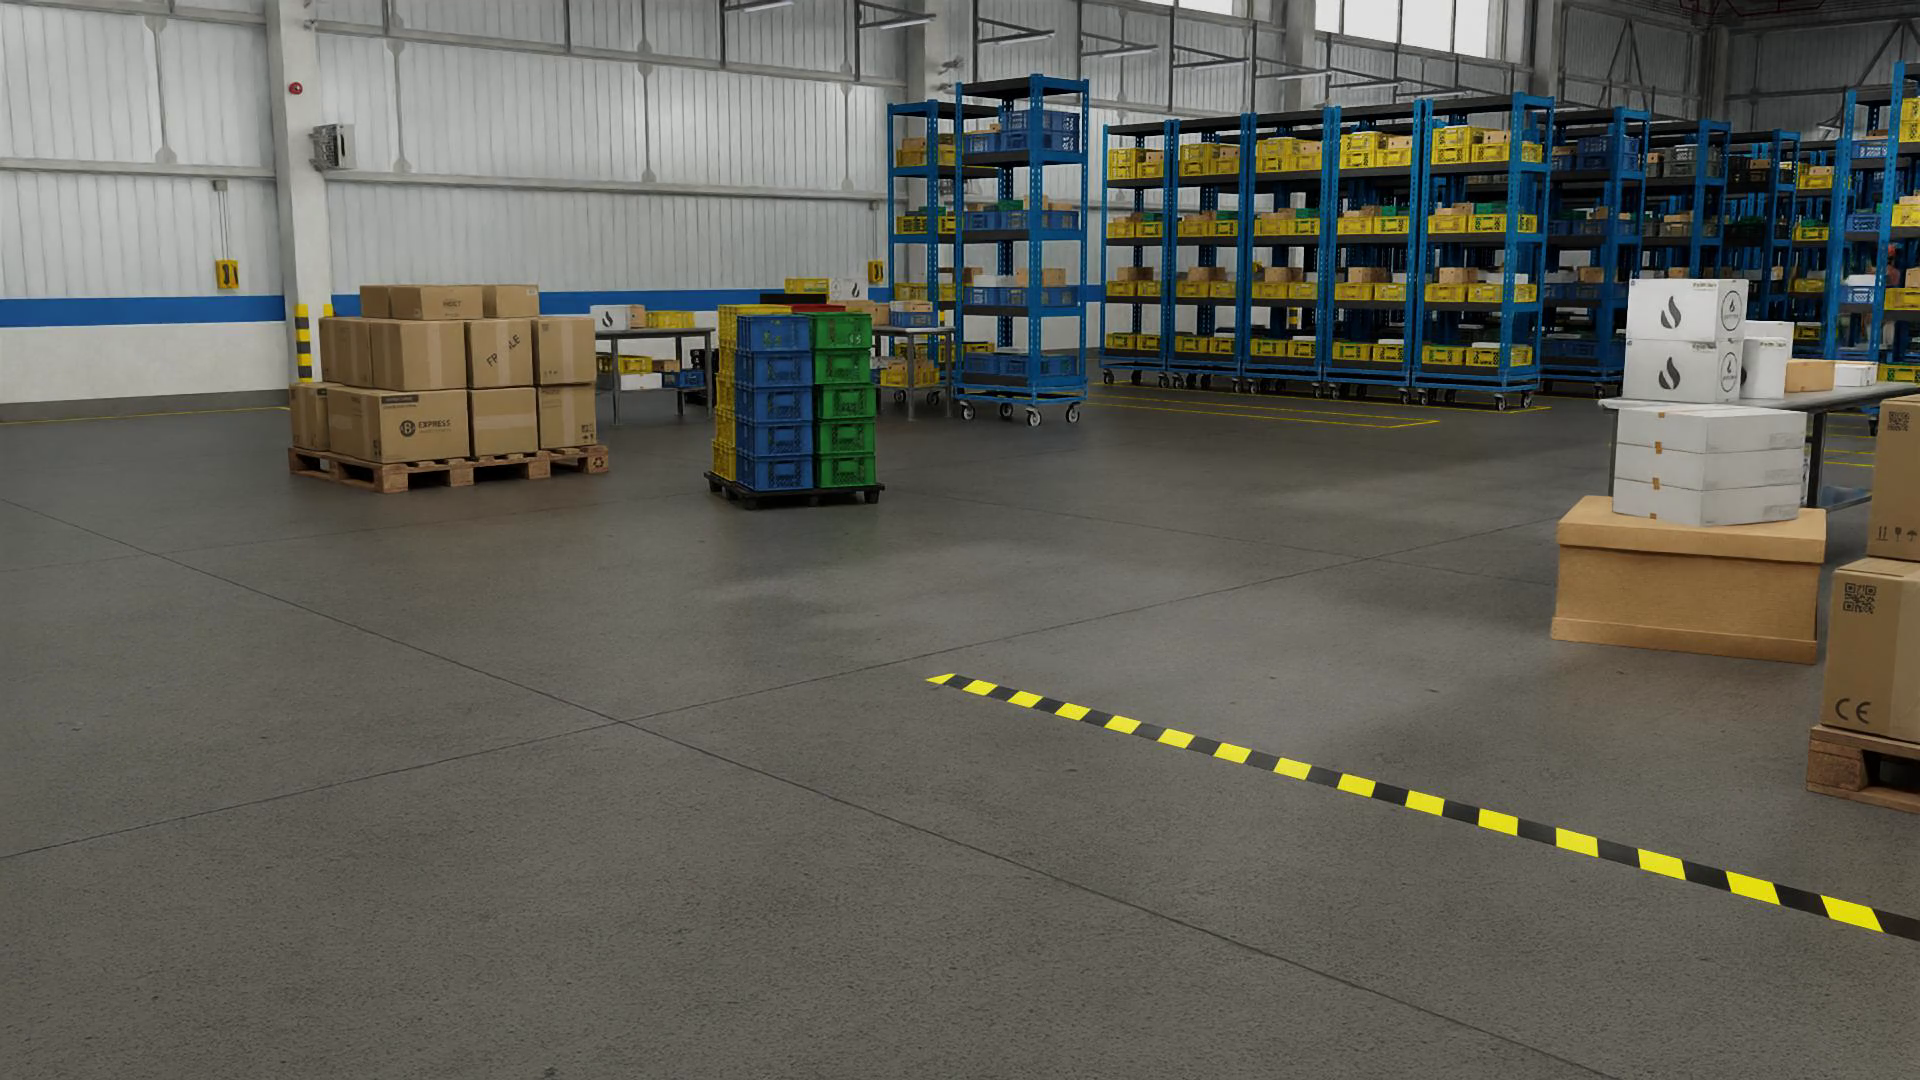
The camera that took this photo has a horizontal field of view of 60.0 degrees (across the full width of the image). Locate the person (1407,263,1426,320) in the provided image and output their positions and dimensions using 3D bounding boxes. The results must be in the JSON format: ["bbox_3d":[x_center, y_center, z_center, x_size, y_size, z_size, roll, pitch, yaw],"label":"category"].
[{"bbox_3d":[8.866,-4.616,32.516,0.564,1.837,0.386,0,9,-3],"label":"person"}]

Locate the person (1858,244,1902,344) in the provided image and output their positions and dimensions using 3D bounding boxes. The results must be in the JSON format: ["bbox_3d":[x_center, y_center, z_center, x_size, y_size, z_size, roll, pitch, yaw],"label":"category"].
[{"bbox_3d":[12.290,-2.954,22.148,0.603,1.965,0.950,6,11,32],"label":"person"}]

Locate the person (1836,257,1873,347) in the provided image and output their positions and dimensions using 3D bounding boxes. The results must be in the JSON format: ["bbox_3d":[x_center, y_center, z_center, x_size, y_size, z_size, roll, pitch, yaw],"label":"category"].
[{"bbox_3d":[12.780,-3.137,23.752,0.882,1.795,0.604,-6,11,-32],"label":"person"}]
